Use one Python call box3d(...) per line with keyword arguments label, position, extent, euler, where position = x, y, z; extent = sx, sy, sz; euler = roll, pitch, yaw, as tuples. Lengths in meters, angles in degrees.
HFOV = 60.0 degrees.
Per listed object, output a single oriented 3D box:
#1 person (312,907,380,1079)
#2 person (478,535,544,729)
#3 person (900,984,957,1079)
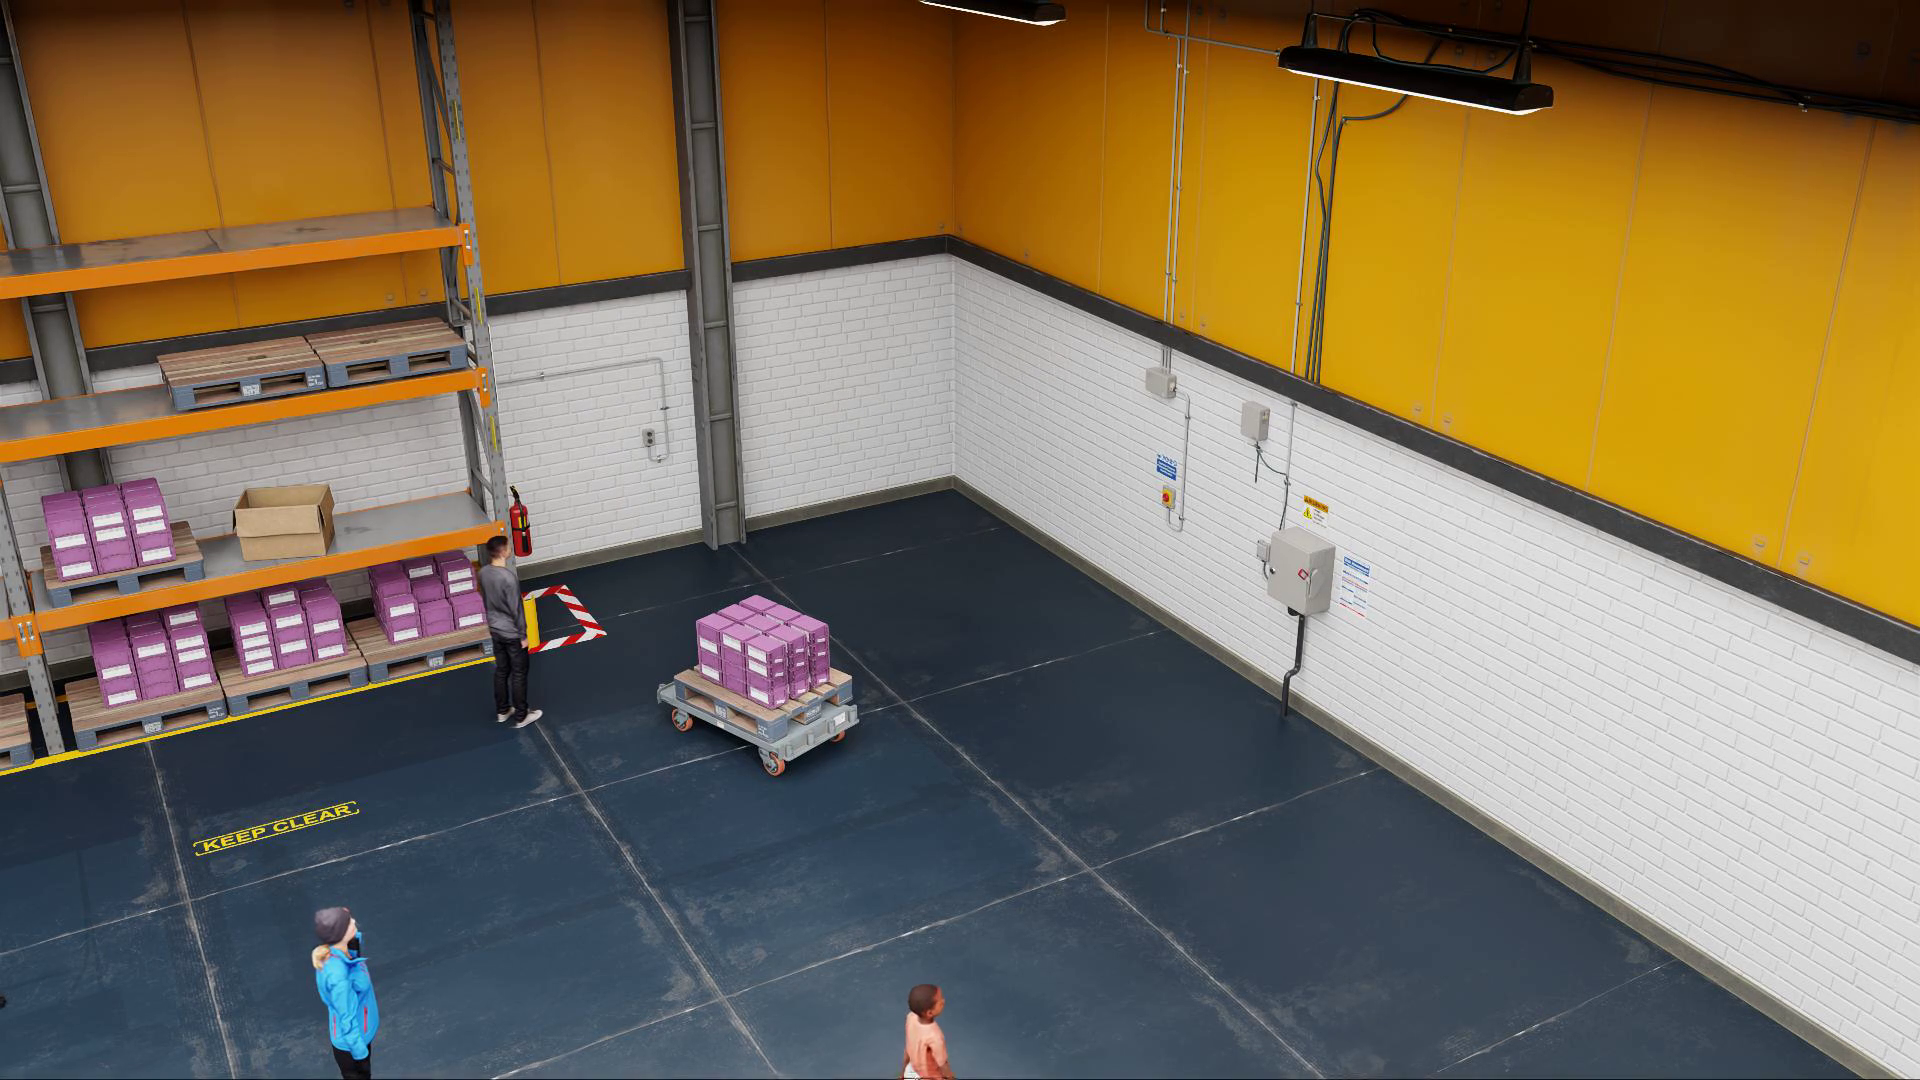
box3d(label="person", position=(-3.505, 2.871, 9.589), extent=(0.587, 1.790, 0.656), euler=(-8, 25, -17))
box3d(label="person", position=(-3.916, 0.787, 14.392), extent=(0.688, 1.761, 0.678), euler=(16, 28, 32))
box3d(label="person", position=(-0.267, 3.146, 9.591), extent=(0.902, 1.284, 0.557), euler=(-9, 25, -20))
